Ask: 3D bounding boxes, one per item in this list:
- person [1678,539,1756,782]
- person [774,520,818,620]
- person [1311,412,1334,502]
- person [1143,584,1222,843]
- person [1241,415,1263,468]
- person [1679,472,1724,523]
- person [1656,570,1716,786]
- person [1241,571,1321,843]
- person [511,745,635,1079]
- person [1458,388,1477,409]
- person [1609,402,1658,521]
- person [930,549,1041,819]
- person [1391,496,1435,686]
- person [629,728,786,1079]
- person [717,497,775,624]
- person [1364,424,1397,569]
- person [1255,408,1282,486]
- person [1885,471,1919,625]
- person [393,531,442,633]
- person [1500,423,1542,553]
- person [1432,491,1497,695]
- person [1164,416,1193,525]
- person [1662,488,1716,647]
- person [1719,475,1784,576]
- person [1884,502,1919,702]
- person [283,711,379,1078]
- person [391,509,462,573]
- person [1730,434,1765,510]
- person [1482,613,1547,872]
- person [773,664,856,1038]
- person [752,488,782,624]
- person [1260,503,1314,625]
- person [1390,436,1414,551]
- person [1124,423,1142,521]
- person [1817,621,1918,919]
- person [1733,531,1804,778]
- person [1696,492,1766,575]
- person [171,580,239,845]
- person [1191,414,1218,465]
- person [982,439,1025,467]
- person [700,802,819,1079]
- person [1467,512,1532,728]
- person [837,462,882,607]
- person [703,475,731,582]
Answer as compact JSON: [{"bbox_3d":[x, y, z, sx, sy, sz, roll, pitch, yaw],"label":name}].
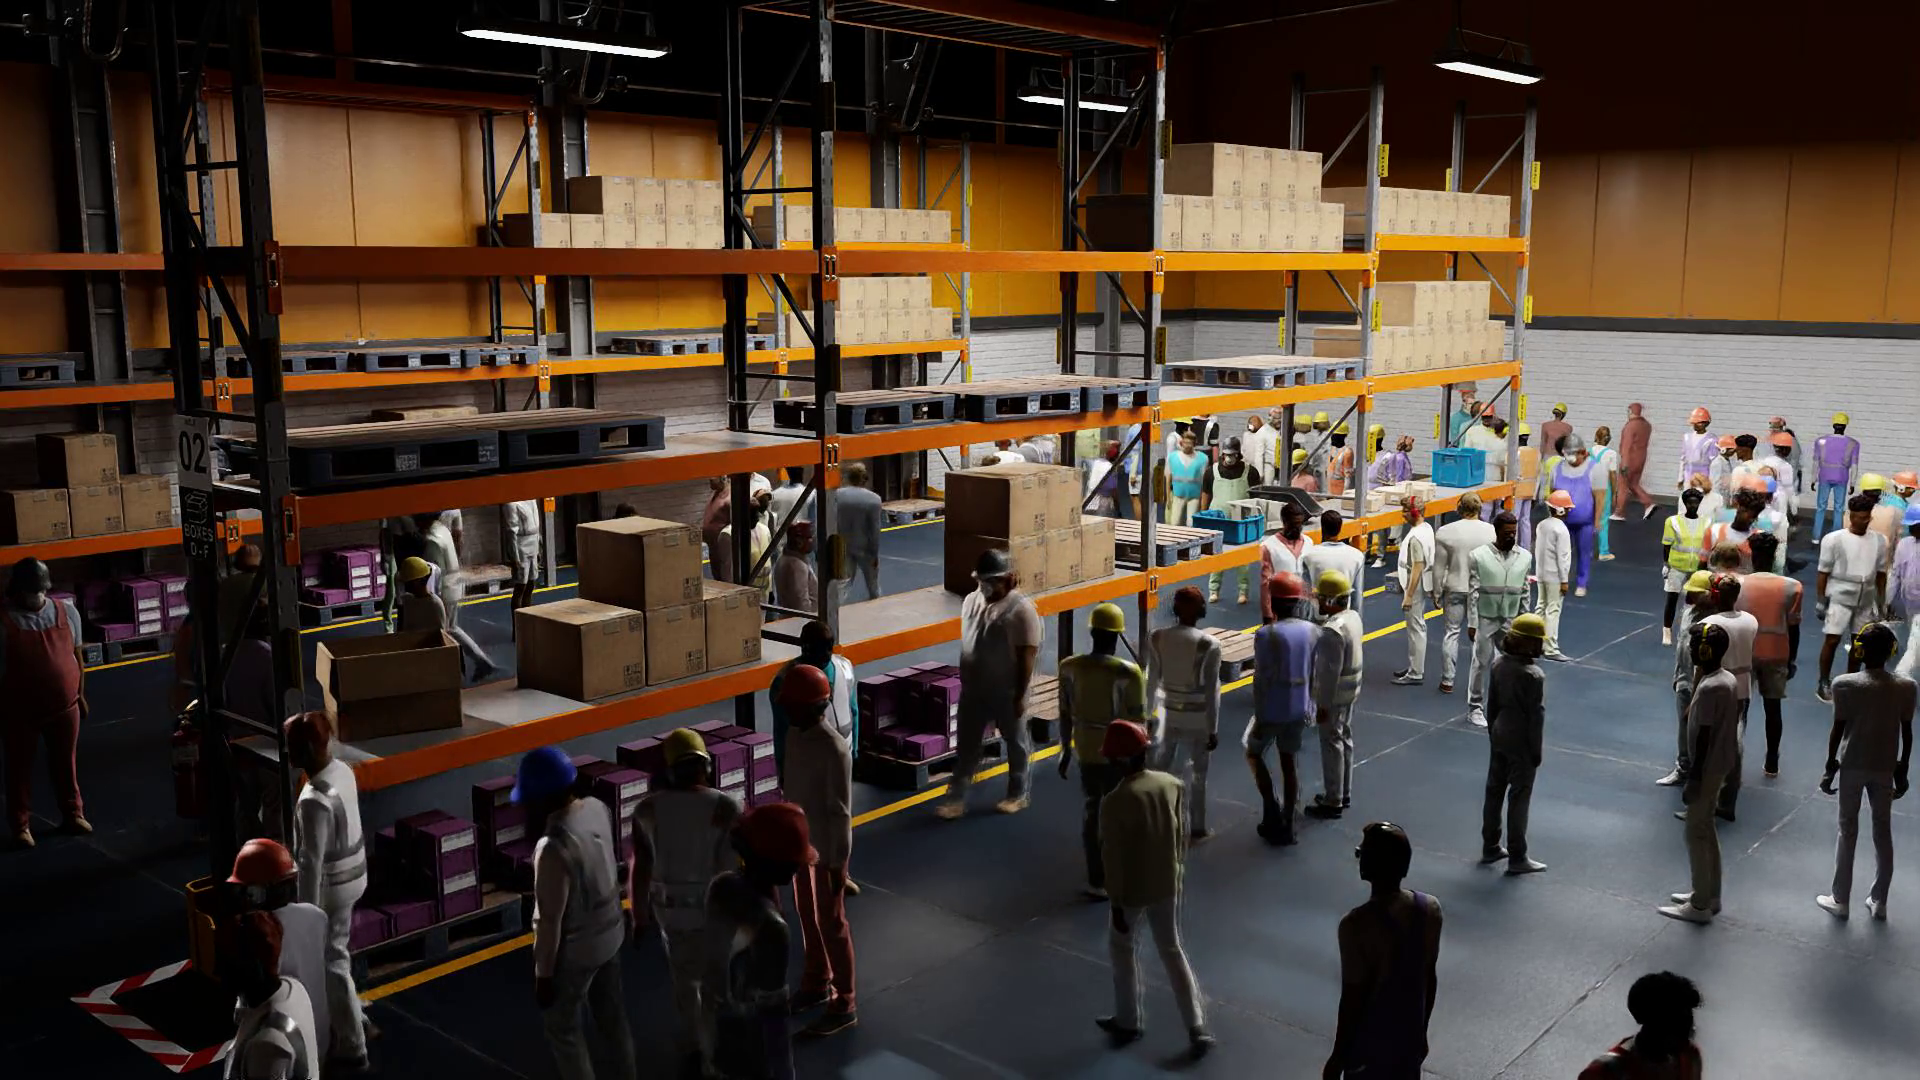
[{"bbox_3d":[6.049,0.940,13.219,0.657,1.876,1.038,3,10,16],"label":"person"},{"bbox_3d":[-1.342,0.774,14.061,0.409,1.907,0.651,-3,10,-18],"label":"person"},{"bbox_3d":[5.637,-1.142,26.035,0.343,1.732,0.495,-5,11,-25],"label":"person"},{"bbox_3d":[1.489,1.242,11.454,0.590,1.868,0.820,7,12,35],"label":"person"},{"bbox_3d":[4.674,-1.172,26.494,0.285,1.633,0.500,-9,13,-42],"label":"person"},{"bbox_3d":[8.742,-0.004,19.617,0.536,1.608,0.379,4,10,20],"label":"person"},{"bbox_3d":[5.614,1.086,12.685,0.292,1.745,0.485,-2,10,-14],"label":"person"},{"bbox_3d":[2.234,1.169,11.658,0.558,1.917,0.437,-5,11,-26],"label":"person"},{"bbox_3d":[-1.757,1.846,7.625,0.420,1.922,0.642,3,10,16],"label":"person"},{"bbox_3d":[8.825,-1.764,28.960,0.402,1.990,0.622,-1,10,-7],"label":"person"},{"bbox_3d":[10.595,-1.225,26.082,0.676,1.878,0.680,-8,12,-38],"label":"person"},{"bbox_3d":[0.179,1.048,12.027,0.710,2.000,0.929,7,12,38],"label":"person"},{"bbox_3d":[4.387,0.484,15.993,0.387,1.839,0.565,4,10,21],"label":"person"},{"bbox_3d":[-1.237,1.823,8.180,0.730,1.774,0.652,2,10,11],"label":"person"},{"bbox_3d":[-2.014,0.496,15.919,0.430,1.845,0.619,8,12,39],"label":"person"},{"bbox_3d":[5.517,-0.589,22.136,0.366,1.928,0.585,-7,12,-38],"label":"person"},{"bbox_3d":[4.697,-1.034,24.903,0.652,1.897,0.399,-7,12,-34],"label":"person"},{"bbox_3d":[10.543,0.083,18.698,0.351,1.738,0.573,5,11,27],"label":"person"},{"bbox_3d":[-4.809,0.760,14.763,0.318,1.700,0.535,4,10,24],"label":"person"},{"bbox_3d":[7.506,-0.612,22.329,0.591,1.913,0.394,-5,11,-26],"label":"person"},{"bbox_3d":[4.762,0.502,15.637,0.634,1.931,0.359,3,10,16],"label":"person"},{"bbox_3d":[3.194,-0.940,24.270,0.398,1.920,0.586,5,11,27],"label":"person"},{"bbox_3d":[7.682,0.292,17.568,0.535,1.697,0.318,2,10,9],"label":"person"},{"bbox_3d":[7.770,0.356,16.340,1.089,1.971,0.637,-2,10,-10],"label":"person"},{"bbox_3d":[8.702,0.593,15.179,1.007,1.890,0.620,-1,10,-7],"label":"person"},{"bbox_3d":[-3.165,1.763,8.264,0.438,1.869,0.612,-1,10,-6],"label":"person"},{"bbox_3d":[-5.446,0.211,17.023,0.681,2.000,0.535,-4,10,-21],"label":"person"},{"bbox_3d":[9.692,-0.333,20.537,0.607,1.959,0.380,-6,11,-33],"label":"person"},{"bbox_3d":[3.747,1.346,11.164,0.325,1.733,0.487,-4,10,-21],"label":"person"},{"bbox_3d":[-0.781,1.620,8.793,0.410,1.986,0.620,-6,11,-31],"label":"person"},{"bbox_3d":[-2.158,0.253,17.999,0.514,1.634,0.313,-7,12,-35],"label":"person"},{"bbox_3d":[2.960,0.599,15.120,0.593,1.909,0.409,-6,11,-31],"label":"person"},{"bbox_3d":[6.220,-0.662,23.469,0.313,1.631,0.525,3,10,19],"label":"person"},{"bbox_3d":[2.532,-1.031,24.471,0.402,2.034,0.610,1,10,6],"label":"person"},{"bbox_3d":[5.615,1.424,10.308,0.509,1.867,0.328,1,10,7],"label":"person"},{"bbox_3d":[6.291,0.904,13.128,0.620,1.961,0.375,3,10,15],"label":"person"},{"bbox_3d":[7.215,0.499,15.605,0.652,1.938,0.406,6,11,32],"label":"person"},{"bbox_3d":[-5.204,1.189,11.608,0.517,1.900,0.605,-7,12,-36],"label":"person"},{"bbox_3d":[3.977,-1.486,27.503,0.651,1.924,0.572,-8,13,-41],"label":"person"},{"bbox_3d":[0.572,-0.502,21.769,0.581,1.879,0.356,1,10,5],"label":"person"},{"bbox_3d":[-0.852,1.986,6.517,0.565,2.008,0.652,-5,11,-29],"label":"person"},{"bbox_3d":[4.702,0.691,14.571,0.582,1.911,0.391,-1,10,-9],"label":"person"},{"bbox_3d":[-1.094,0.084,18.250,0.634,1.884,1.003,4,10,21],"label":"person"},{"bbox_3d":[-2.581,0.113,18.013,0.407,1.908,0.642,-6,11,-30],"label":"person"}]
